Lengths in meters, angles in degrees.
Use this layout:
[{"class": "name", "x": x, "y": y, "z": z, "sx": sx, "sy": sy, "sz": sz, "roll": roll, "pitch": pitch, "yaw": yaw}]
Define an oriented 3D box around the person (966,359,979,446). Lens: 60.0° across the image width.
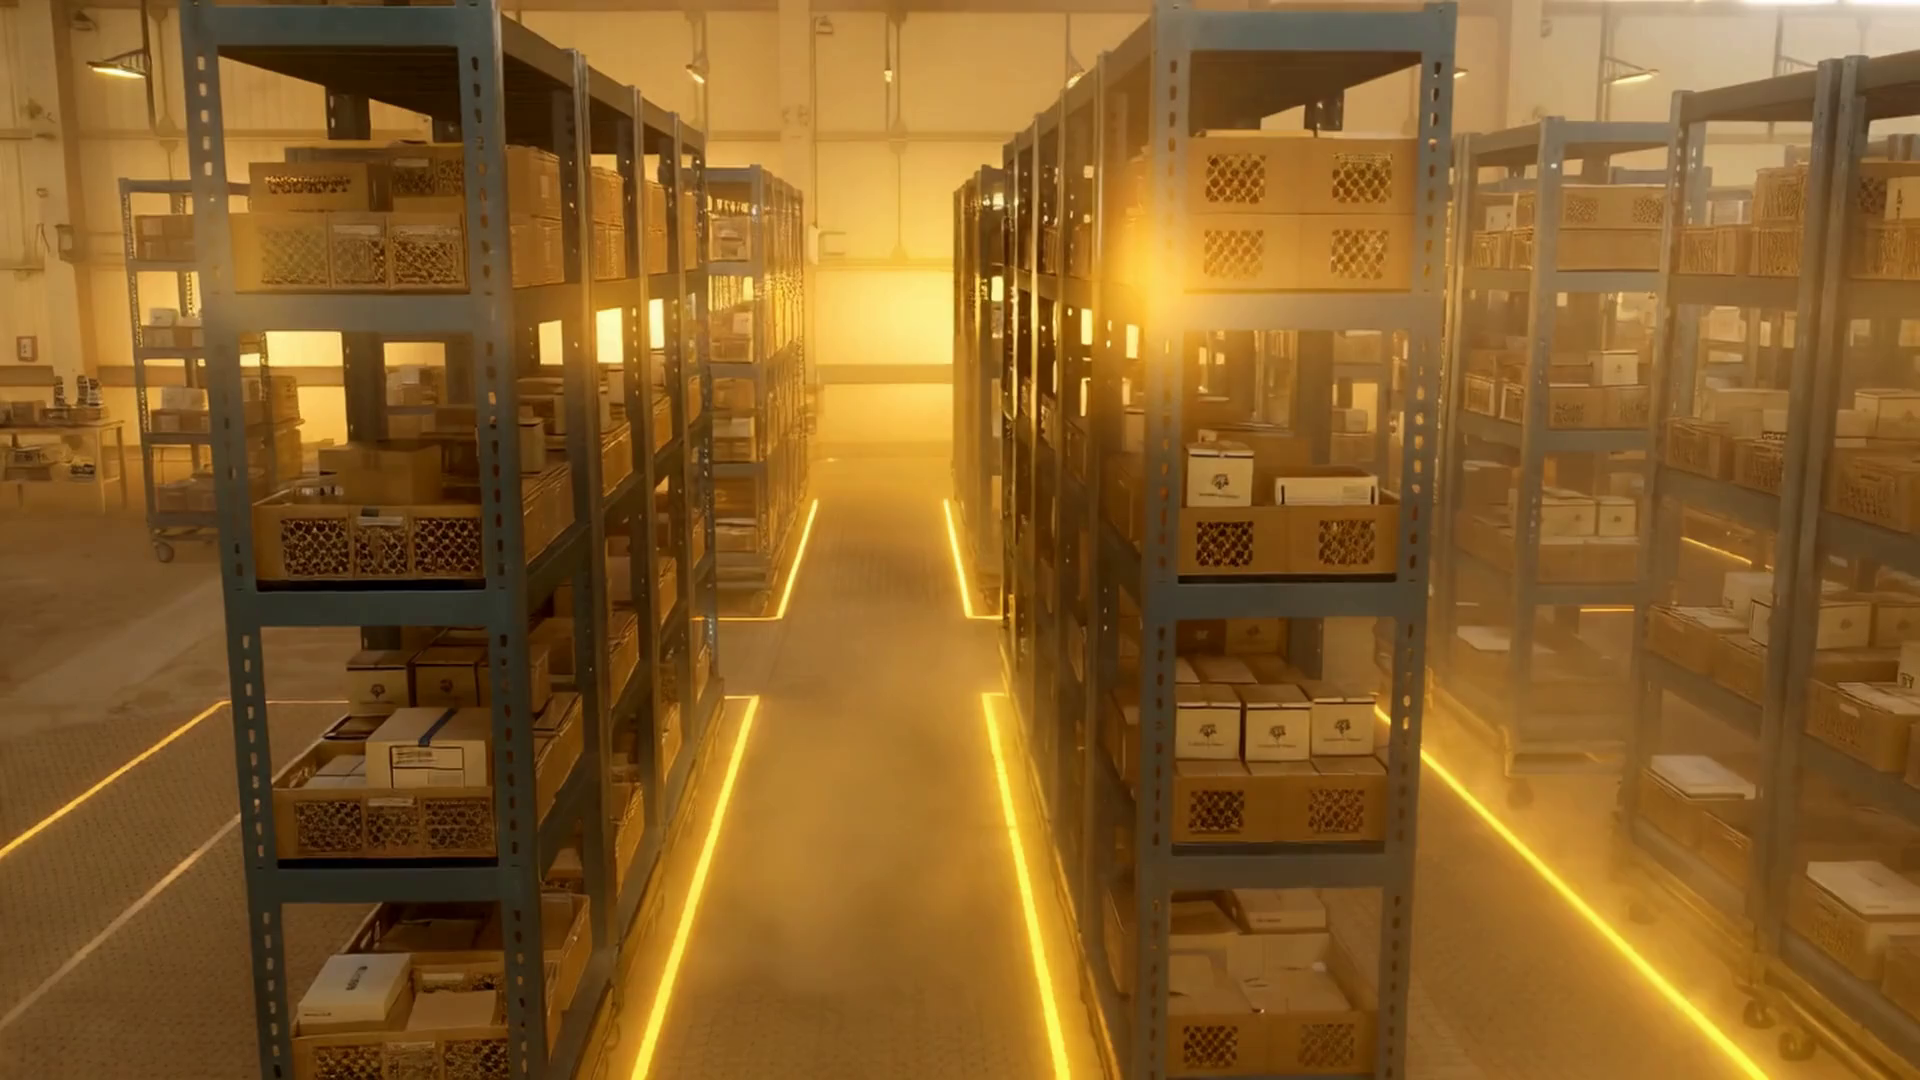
[{"class": "person", "x": 0.154, "y": -1.740, "z": 21.651, "sx": 0.390, "sy": 1.842, "sz": 0.563, "roll": 4, "pitch": 11, "yaw": 23}]
